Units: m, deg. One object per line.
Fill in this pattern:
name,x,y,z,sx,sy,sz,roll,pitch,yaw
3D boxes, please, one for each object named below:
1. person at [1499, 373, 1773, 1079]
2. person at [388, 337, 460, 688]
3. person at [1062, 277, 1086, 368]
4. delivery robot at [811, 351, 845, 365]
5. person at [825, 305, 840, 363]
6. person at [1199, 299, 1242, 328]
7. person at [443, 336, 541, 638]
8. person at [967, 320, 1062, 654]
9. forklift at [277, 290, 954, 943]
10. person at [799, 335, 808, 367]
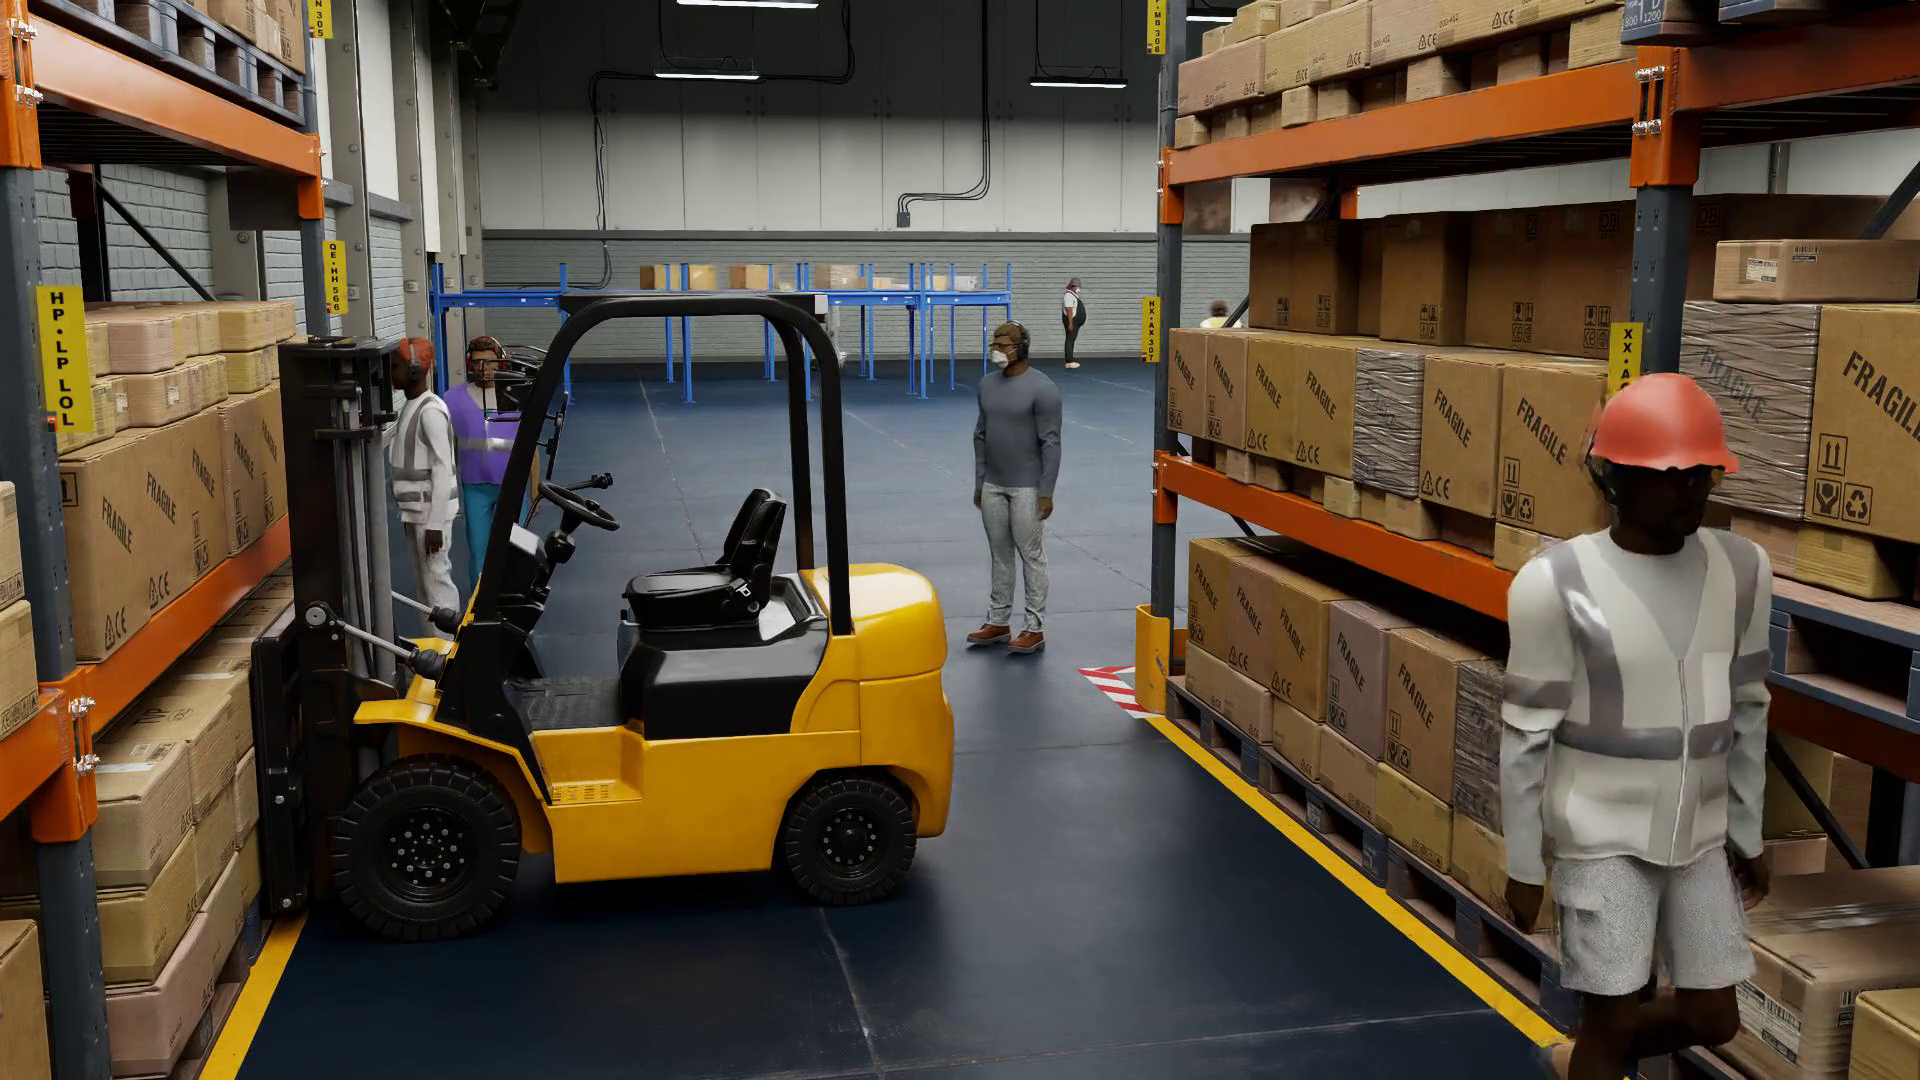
person,1.488,0.634,3.725,0.643,2.029,0.563,-2,9,-11
person,-2.830,-0.127,8.794,0.337,1.882,0.584,-5,11,-30
person,2.576,-4.891,37.491,0.536,2.000,0.683,2,9,11
delivery robot,-2.877,-4.008,36.338,0.707,0.478,0.477,2,10,14
person,-2.721,-4.487,35.213,0.354,1.936,0.635,-2,10,-11
person,3.516,-2.364,22.671,0.640,1.799,0.901,0,9,-3
person,-2.825,-0.314,10.084,0.563,1.838,0.378,-1,9,-7
person,0.320,-0.313,9.765,0.378,1.940,0.628,-9,13,-43
forklift,-1.179,0.175,6.143,2.313,2.155,1.214,-2,10,-12
person,-3.417,-4.504,36.240,0.282,1.633,0.499,0,9,1
